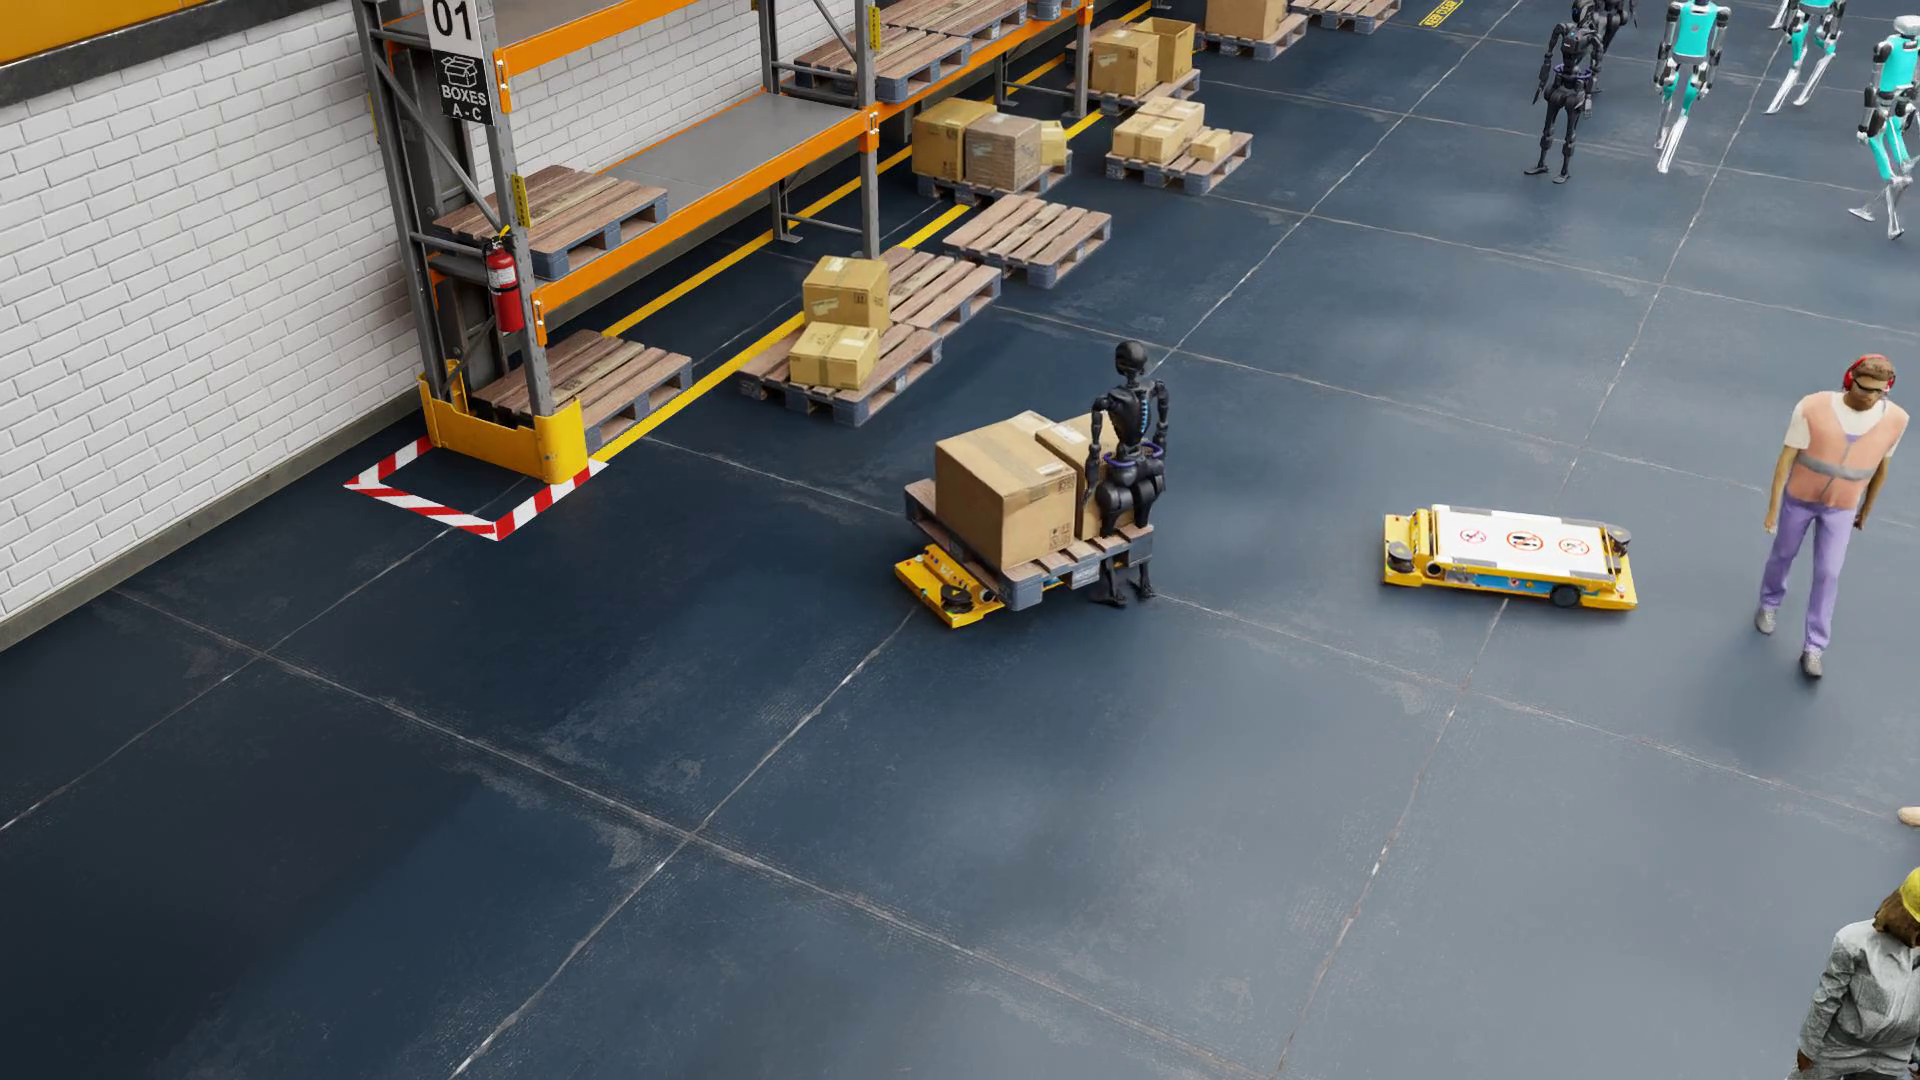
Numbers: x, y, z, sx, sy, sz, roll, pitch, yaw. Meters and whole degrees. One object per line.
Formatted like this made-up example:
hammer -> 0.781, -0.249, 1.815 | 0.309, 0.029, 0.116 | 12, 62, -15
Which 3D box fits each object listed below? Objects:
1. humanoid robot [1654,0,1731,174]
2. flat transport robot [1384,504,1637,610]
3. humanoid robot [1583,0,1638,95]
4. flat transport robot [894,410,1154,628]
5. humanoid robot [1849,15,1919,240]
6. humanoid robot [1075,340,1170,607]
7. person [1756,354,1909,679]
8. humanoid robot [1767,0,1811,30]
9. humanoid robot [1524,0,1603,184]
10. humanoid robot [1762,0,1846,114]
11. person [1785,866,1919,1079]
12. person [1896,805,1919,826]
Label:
humanoid robot -> 6.725, -4.343, 15.411 | 0.538, 1.780, 0.967 | 14, 36, 20
flat transport robot -> 3.293, 0.093, 10.007 | 1.431, 0.231, 0.659 | 7, 34, 10
humanoid robot -> 6.729, -5.436, 17.128 | 0.615, 1.630, 0.740 | -5, 34, -8
flat transport robot -> 0.381, 0.082, 10.024 | 1.431, 0.231, 0.659 | -20, 38, -27
humanoid robot -> 7.994, -3.411, 14.037 | 0.550, 1.834, 0.864 | -11, 35, -16
humanoid robot -> 0.935, -0.368, 9.422 | 0.585, 1.643, 0.322 | -20, 38, -27
person -> 4.661, -0.152, 8.979 | 0.581, 1.812, 0.768 | 10, 35, 14
humanoid robot -> 9.669, -6.696, 18.954 | 0.534, 1.790, 0.796 | 19, 38, 26
humanoid robot -> 5.486, -4.061, 15.002 | 0.315, 1.657, 0.599 | -23, 40, -31
humanoid robot -> 8.499, -5.094, 16.528 | 0.542, 1.774, 0.907 | 28, 43, 36
person -> 3.285, 1.838, 6.029 | 0.484, 1.744, 0.296 | 1, 33, 1
person -> 4.984, 0.719, 7.735 | 0.621, 1.732, 0.489 | 4, 34, 6
